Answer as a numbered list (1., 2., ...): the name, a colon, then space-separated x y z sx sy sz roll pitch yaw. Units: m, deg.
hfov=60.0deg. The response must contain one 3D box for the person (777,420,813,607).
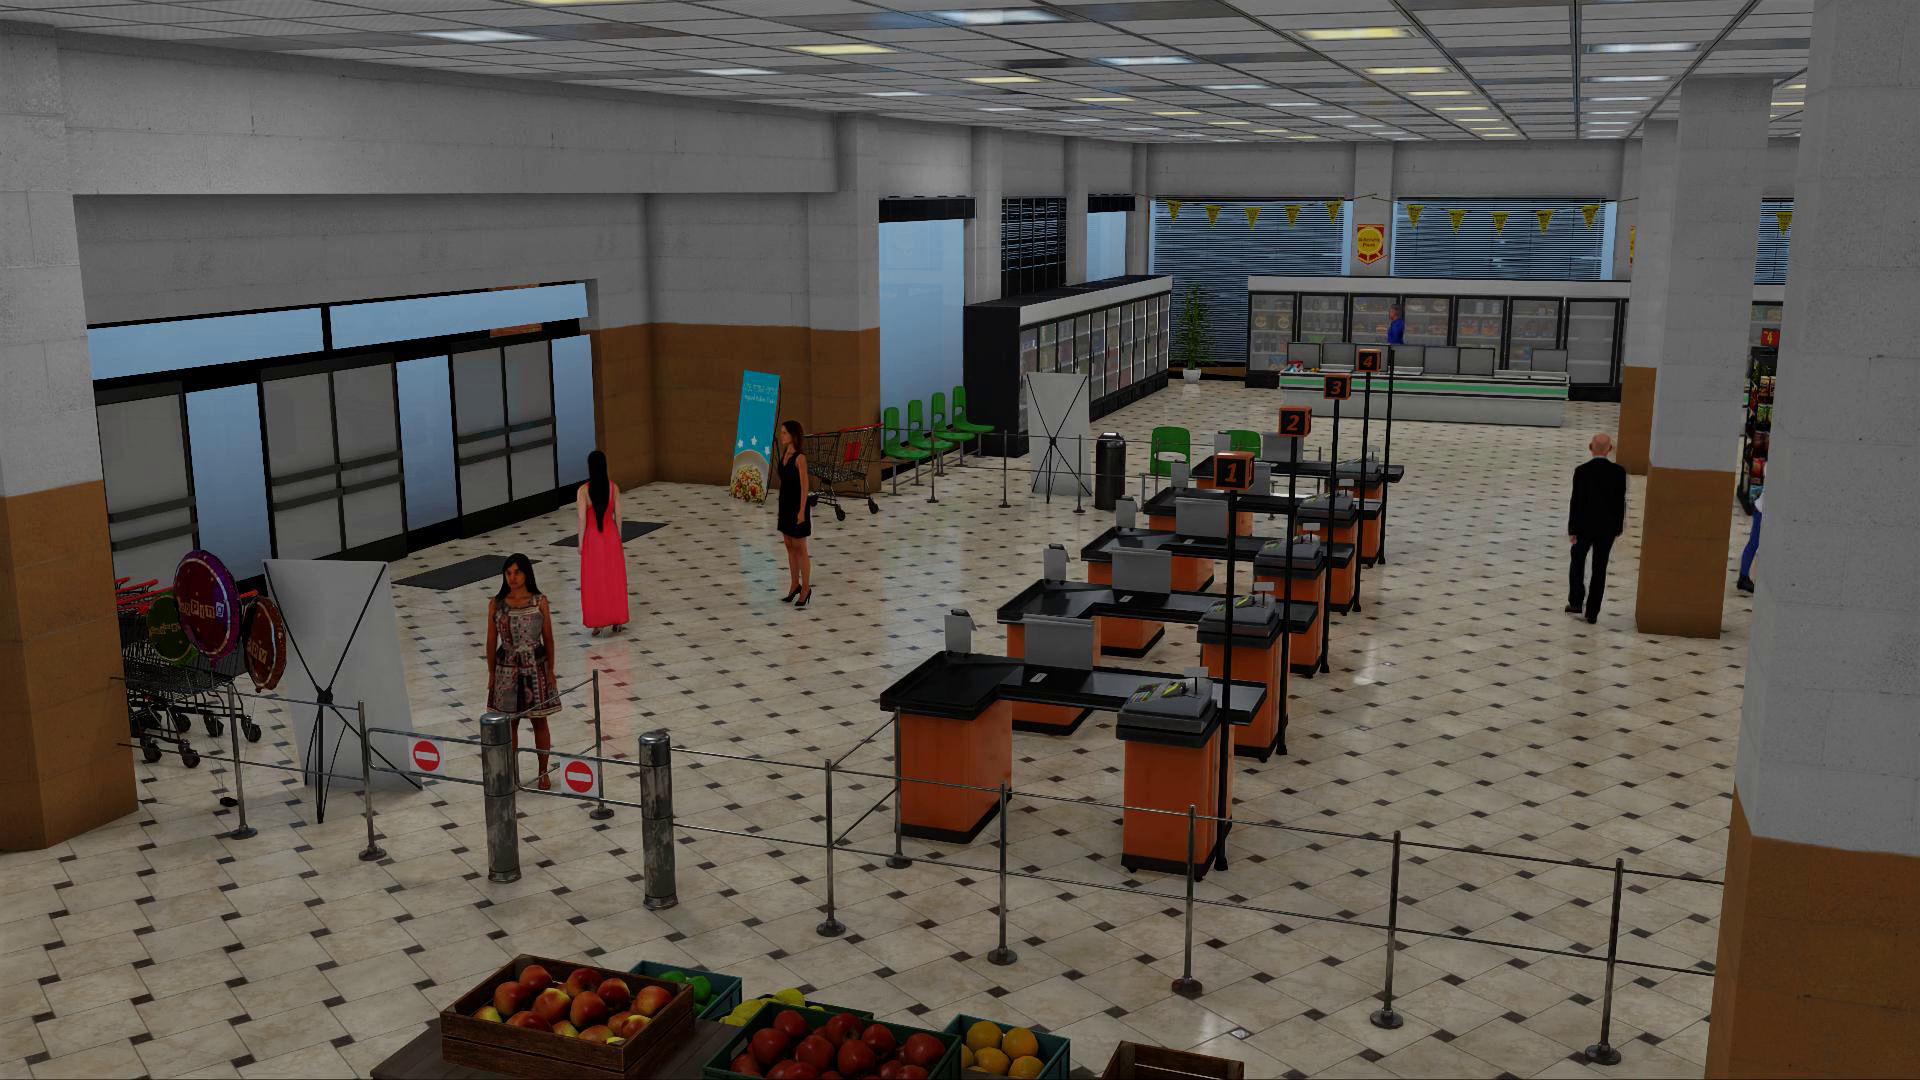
1. person: -1.628 -0.261 16.334 0.729 1.834 0.633 -9 15 -36

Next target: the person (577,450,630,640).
1. person: -3.281 0.035 15.194 0.717 1.725 0.752 -8 14 -33

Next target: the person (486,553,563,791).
1. person: -2.972 0.892 11.317 0.639 1.645 0.784 -2 12 -7

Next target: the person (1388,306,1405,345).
1. person: 8.602 -3.645 32.477 0.872 1.805 0.750 3 12 15

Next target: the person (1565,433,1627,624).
1. person: 5.998 -0.091 15.650 0.700 1.783 0.791 3 12 12
